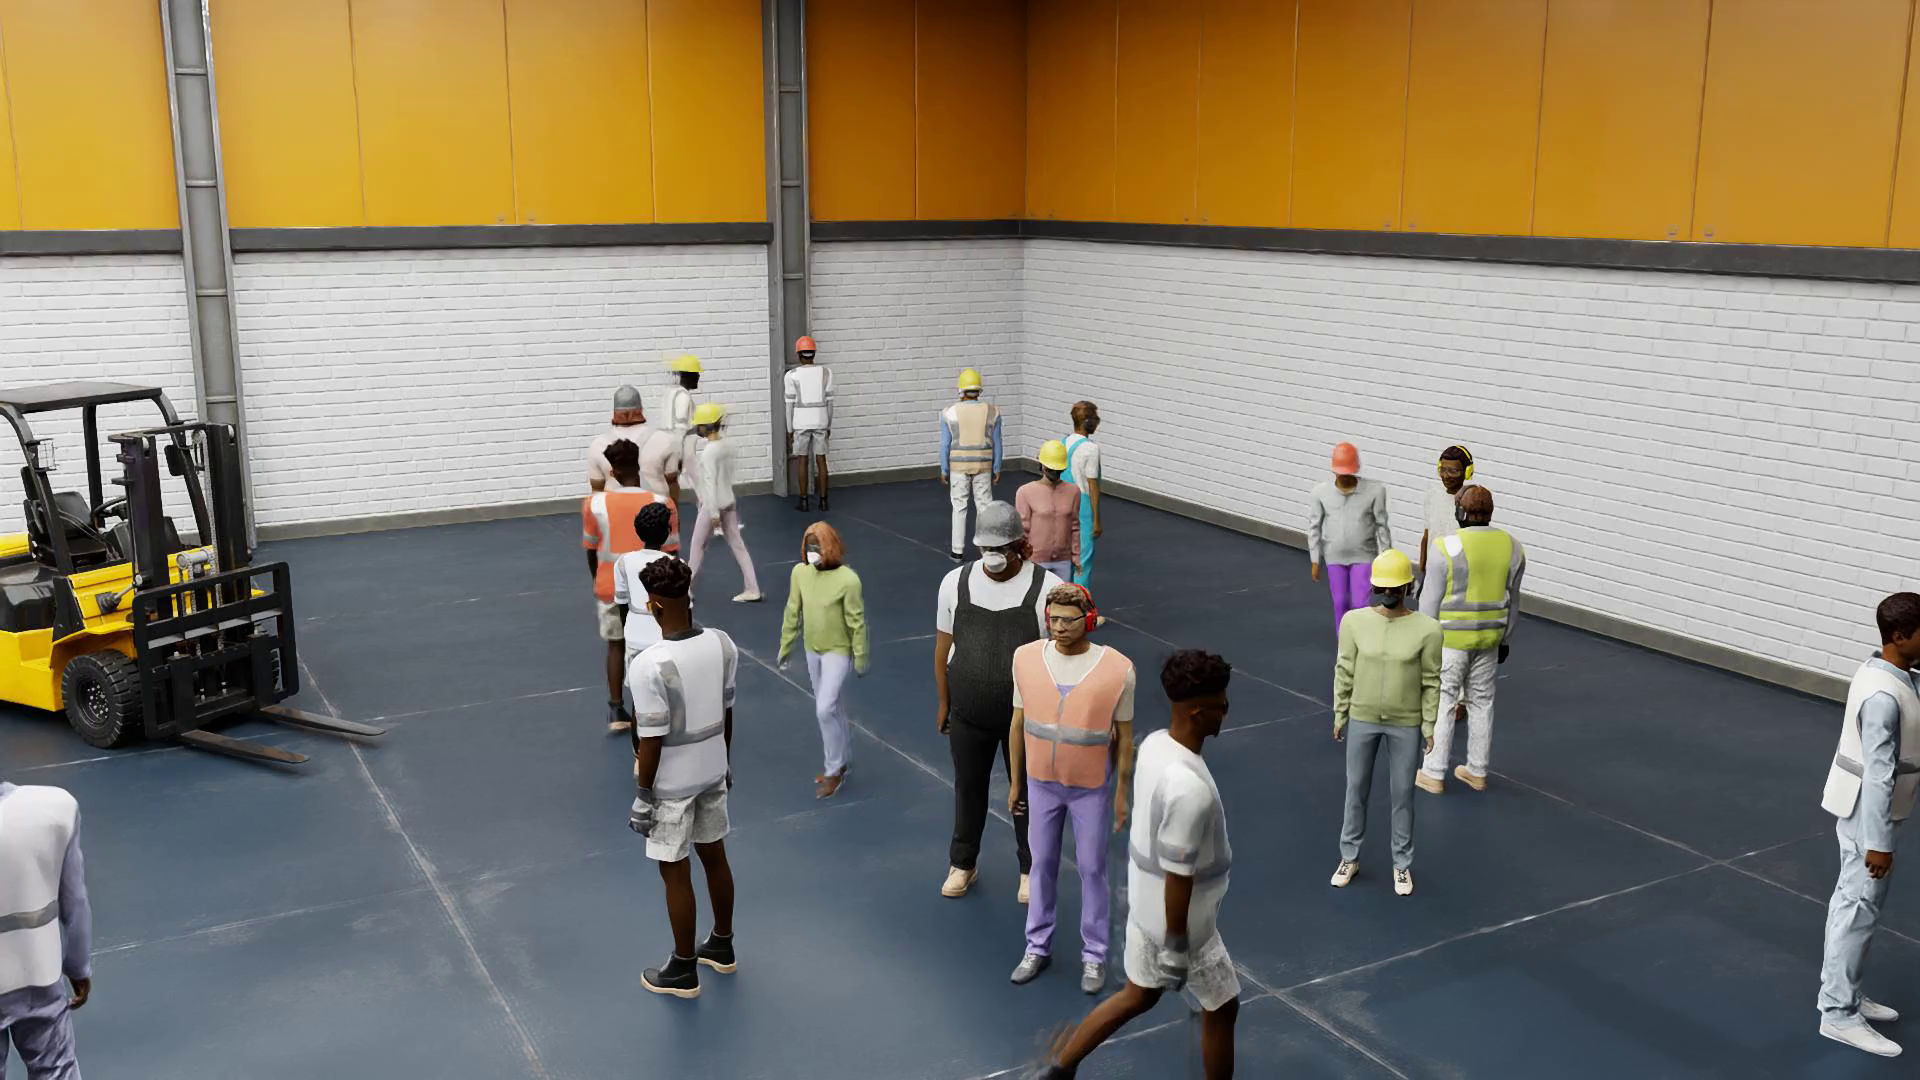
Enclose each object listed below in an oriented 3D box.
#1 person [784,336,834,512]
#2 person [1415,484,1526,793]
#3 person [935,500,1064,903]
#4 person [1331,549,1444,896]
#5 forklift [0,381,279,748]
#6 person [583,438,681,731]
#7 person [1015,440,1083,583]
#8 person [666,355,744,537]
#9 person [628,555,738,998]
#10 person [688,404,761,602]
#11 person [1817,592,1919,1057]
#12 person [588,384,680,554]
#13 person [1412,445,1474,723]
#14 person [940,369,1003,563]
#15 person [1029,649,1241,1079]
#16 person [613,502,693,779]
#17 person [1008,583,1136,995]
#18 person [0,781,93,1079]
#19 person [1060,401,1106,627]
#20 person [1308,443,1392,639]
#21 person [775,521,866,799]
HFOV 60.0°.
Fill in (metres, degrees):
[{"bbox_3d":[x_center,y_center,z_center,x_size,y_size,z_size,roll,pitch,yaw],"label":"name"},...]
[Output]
[{"bbox_3d":[-1.652,-1.267,18.204,0.544,1.920,0.417,-3,12,-15],"label":"person"},{"bbox_3d":[2.963,0.582,9.745,0.636,1.830,0.429,-4,13,-16],"label":"person"},{"bbox_3d":[0.194,0.802,8.200,0.686,2.000,0.535,3,12,12],"label":"person"},{"bbox_3d":[2.133,0.909,8.348,0.526,1.768,0.315,4,13,19],"label":"person"},{"bbox_3d":[-5.853,0.085,11.199,2.313,2.155,1.214,7,14,28],"label":"forklift"},{"bbox_3d":[-2.111,0.305,10.785,0.626,1.935,0.430,-3,12,-12],"label":"person"},{"bbox_3d":[0.643,0.152,11.921,0.523,1.760,0.327,-5,13,-22],"label":"person"},{"bbox_3d":[-2.752,-0.929,16.734,1.020,1.863,0.593,-4,13,-19],"label":"person"},{"bbox_3d":[-1.230,1.032,7.317,0.383,1.956,0.614,8,14,32],"label":"person"},{"bbox_3d":[-2.113,-0.299,14.129,0.871,1.718,0.522,3,12,15],"label":"person"},{"bbox_3d":[3.785,1.144,6.889,0.392,1.919,0.591,6,14,27],"label":"person"},{"bbox_3d":[-2.537,-0.220,12.992,0.687,2.000,0.799,-1,12,-4],"label":"person"},{"bbox_3d":[3.244,0.287,11.054,0.327,1.862,0.511,-10,16,-39],"label":"person"},{"bbox_3d":[0.102,-0.695,15.708,0.600,1.831,0.404,-1,12,-6],"label":"person"},{"bbox_3d":[0.711,1.323,6.052,0.952,1.931,0.605,-2,12,-8],"label":"person"},{"bbox_3d":[-1.798,0.613,9.899,0.532,1.697,0.319,5,13,23],"label":"person"},{"bbox_3d":[0.488,1.079,7.361,0.566,1.846,0.387,4,13,19],"label":"person"},{"bbox_3d":[-3.127,1.459,5.435,0.383,1.911,0.593,11,16,41],"label":"person"},{"bbox_3d":[0.976,-0.206,13.415,0.344,1.839,0.501,-7,14,-29],"label":"person"},{"bbox_3d":[2.828,0.128,12.125,0.587,1.710,0.464,5,13,23],"label":"person"},{"bbox_3d":[-0.828,0.693,9.732,0.519,1.614,0.603,10,15,38],"label":"person"}]
